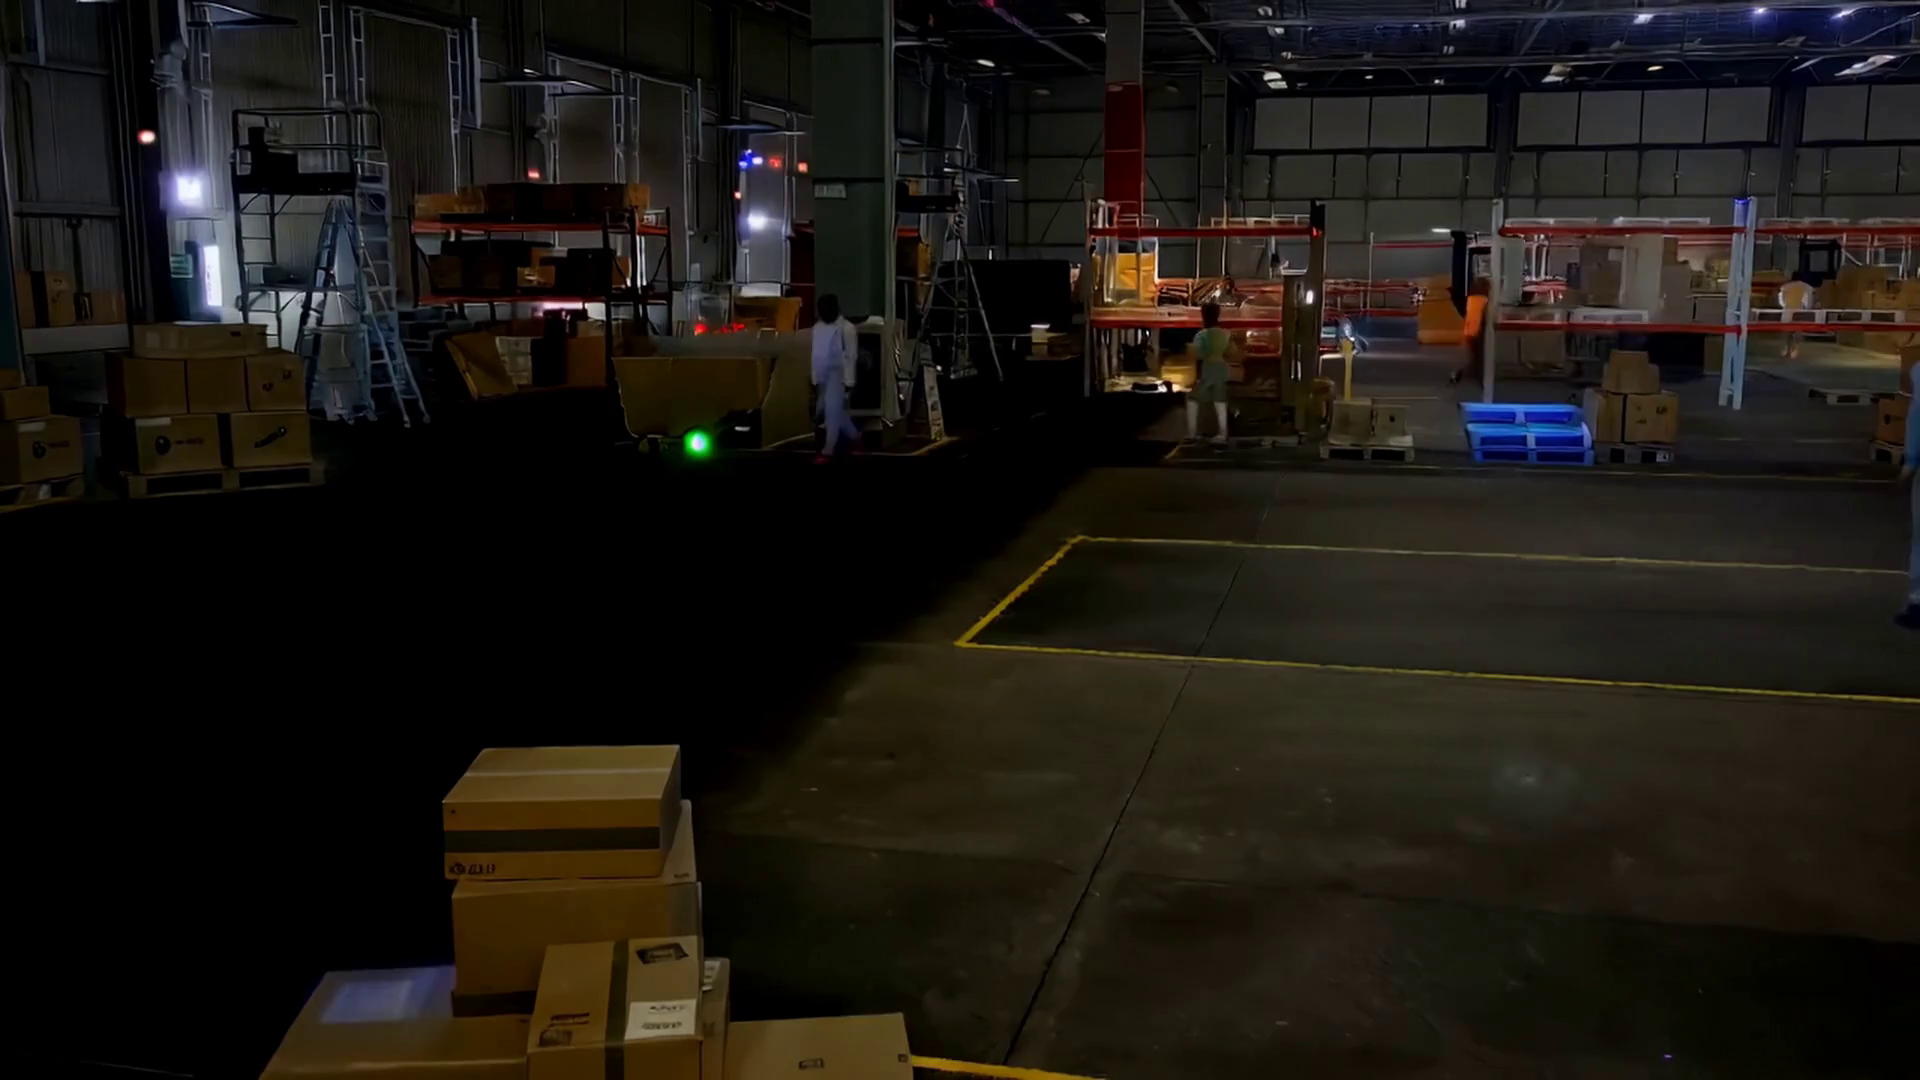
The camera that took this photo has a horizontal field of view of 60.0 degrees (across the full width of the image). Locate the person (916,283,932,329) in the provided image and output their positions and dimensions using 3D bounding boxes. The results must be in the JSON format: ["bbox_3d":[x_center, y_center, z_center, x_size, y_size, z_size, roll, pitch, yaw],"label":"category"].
[{"bbox_3d":[-1.075,-7.374,50.629,0.544,1.930,0.388,-5,11,-25],"label":"person"}]

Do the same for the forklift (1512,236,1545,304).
[{"bbox_3d":[17.553,-8.123,52.229,1.873,2.768,1.129,2,10,14],"label":"forklift"}]

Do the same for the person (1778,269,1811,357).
[{"bbox_3d":[18.398,-5.002,36.706,0.645,1.916,0.730,4,10,21],"label":"person"}]

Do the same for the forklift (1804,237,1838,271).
[{"bbox_3d":[27.683,-8.369,53.683,1.129,2.768,1.873,2,10,14],"label":"forklift"}]

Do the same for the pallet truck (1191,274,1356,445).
[{"bbox_3d":[3.653,-2.138,19.590,1.885,1.965,0.823,-4,10,-20],"label":"pallet truck"}]

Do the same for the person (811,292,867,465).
[{"bbox_3d":[-1.292,-1.724,17.695,0.796,1.819,0.633,-9,13,-43],"label":"person"}]

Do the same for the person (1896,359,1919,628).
[{"bbox_3d":[5.760,-0.405,9.615,0.663,1.913,0.782,9,13,44],"label":"person"}]

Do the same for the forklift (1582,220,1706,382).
[{"bbox_3d":[12.069,-4.212,29.207,1.873,2.768,1.129,2,10,14],"label":"forklift"}]

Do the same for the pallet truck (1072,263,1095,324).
[{"bbox_3d":[4.325,-8.180,55.162,0.823,1.965,1.885,6,11,31],"label":"pallet truck"}]

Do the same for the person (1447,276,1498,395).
[{"bbox_3d":[8.147,-3.224,26.310,0.878,1.894,0.596,-2,10,-12],"label":"person"}]

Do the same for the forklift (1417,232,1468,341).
[{"bbox_3d":[12.845,-6.541,42.919,1.873,2.768,1.129,2,10,14],"label":"forklift"}]

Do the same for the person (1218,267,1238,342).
[{"bbox_3d":[6.880,-6.067,42.884,0.545,1.942,0.353,7,12,34],"label":"person"}]

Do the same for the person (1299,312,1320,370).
[{"bbox_3d":[6.777,-4.126,32.066,0.485,1.739,0.320,-8,13,-41],"label":"person"}]

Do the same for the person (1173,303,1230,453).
[{"bbox_3d":[2.749,-1.822,18.705,0.543,1.666,0.803,-6,11,-31],"label":"person"}]
